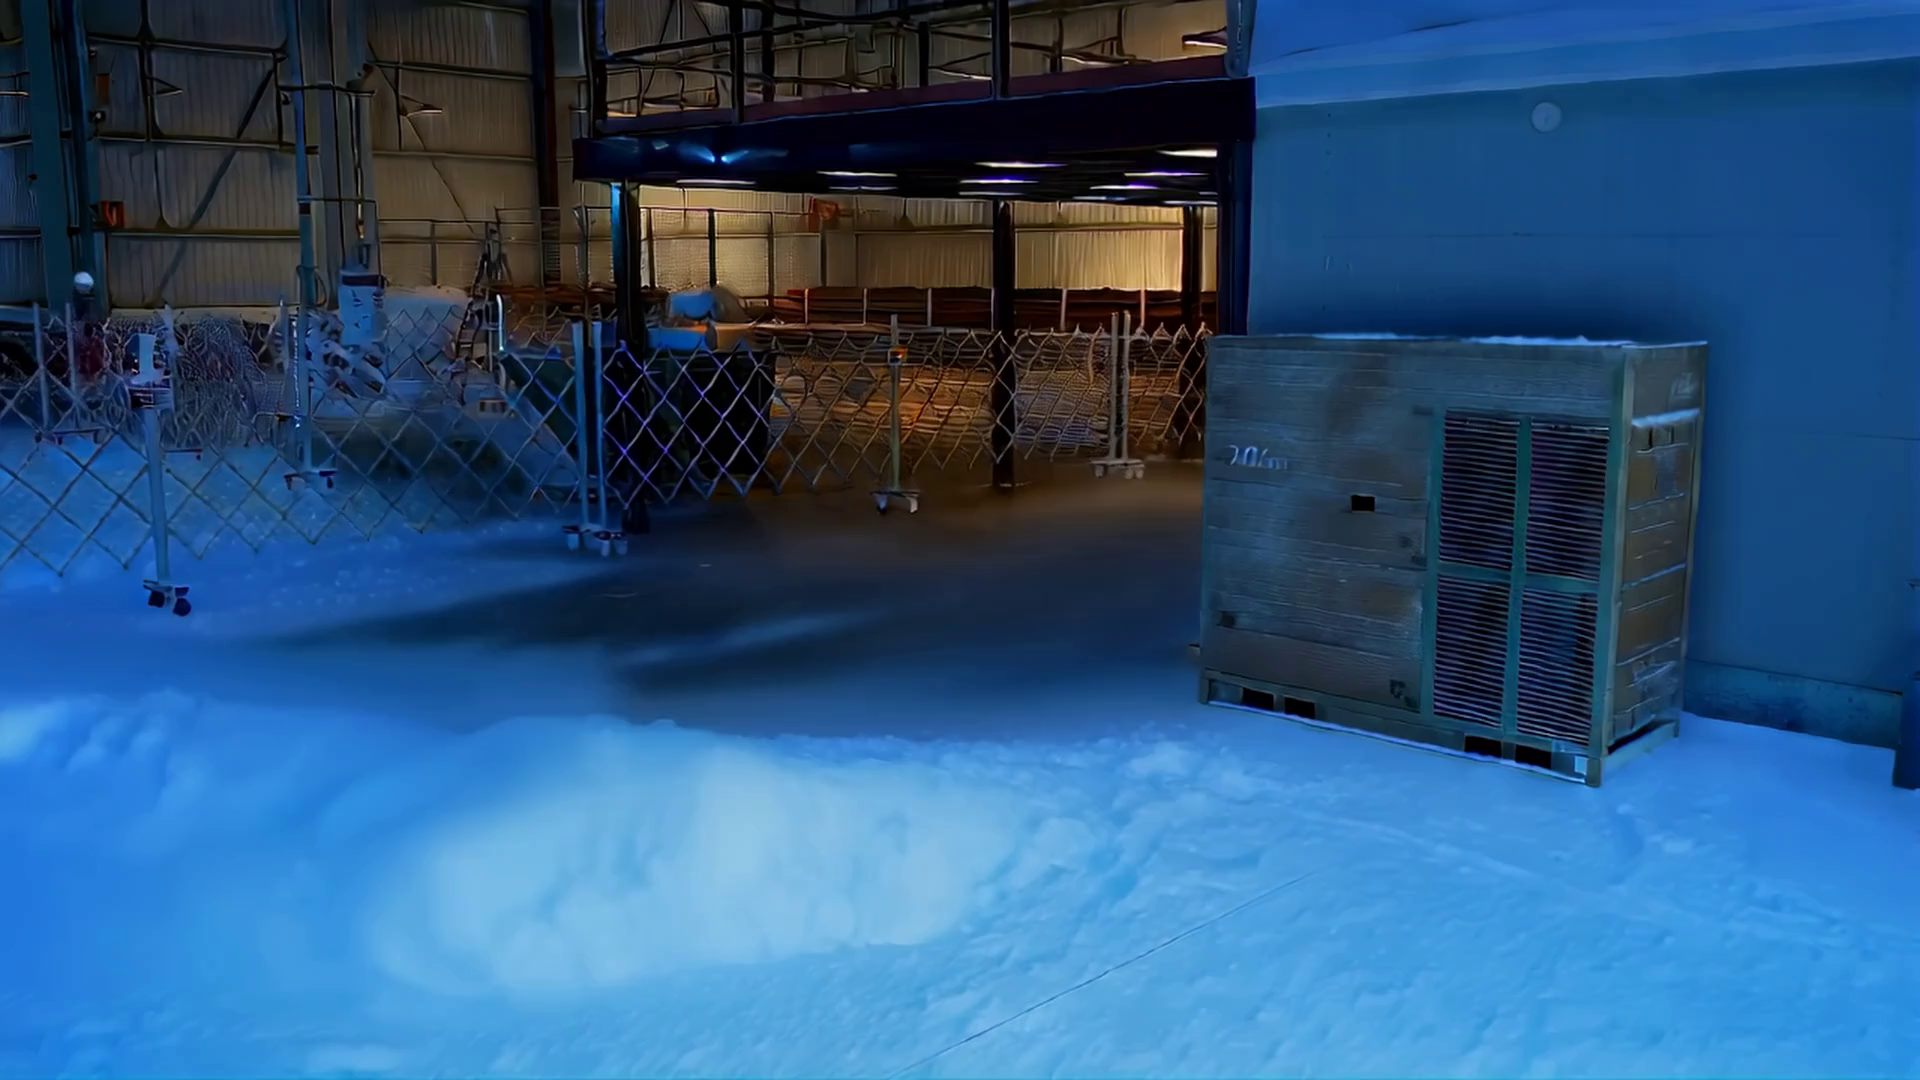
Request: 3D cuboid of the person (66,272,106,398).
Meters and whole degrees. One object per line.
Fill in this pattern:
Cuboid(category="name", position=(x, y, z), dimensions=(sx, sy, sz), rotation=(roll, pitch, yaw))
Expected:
Cuboid(category="person", position=(-13.984, -3.256, 26.506), dimensions=(0.614, 2.025, 0.679), rotation=(4, 10, 22))
